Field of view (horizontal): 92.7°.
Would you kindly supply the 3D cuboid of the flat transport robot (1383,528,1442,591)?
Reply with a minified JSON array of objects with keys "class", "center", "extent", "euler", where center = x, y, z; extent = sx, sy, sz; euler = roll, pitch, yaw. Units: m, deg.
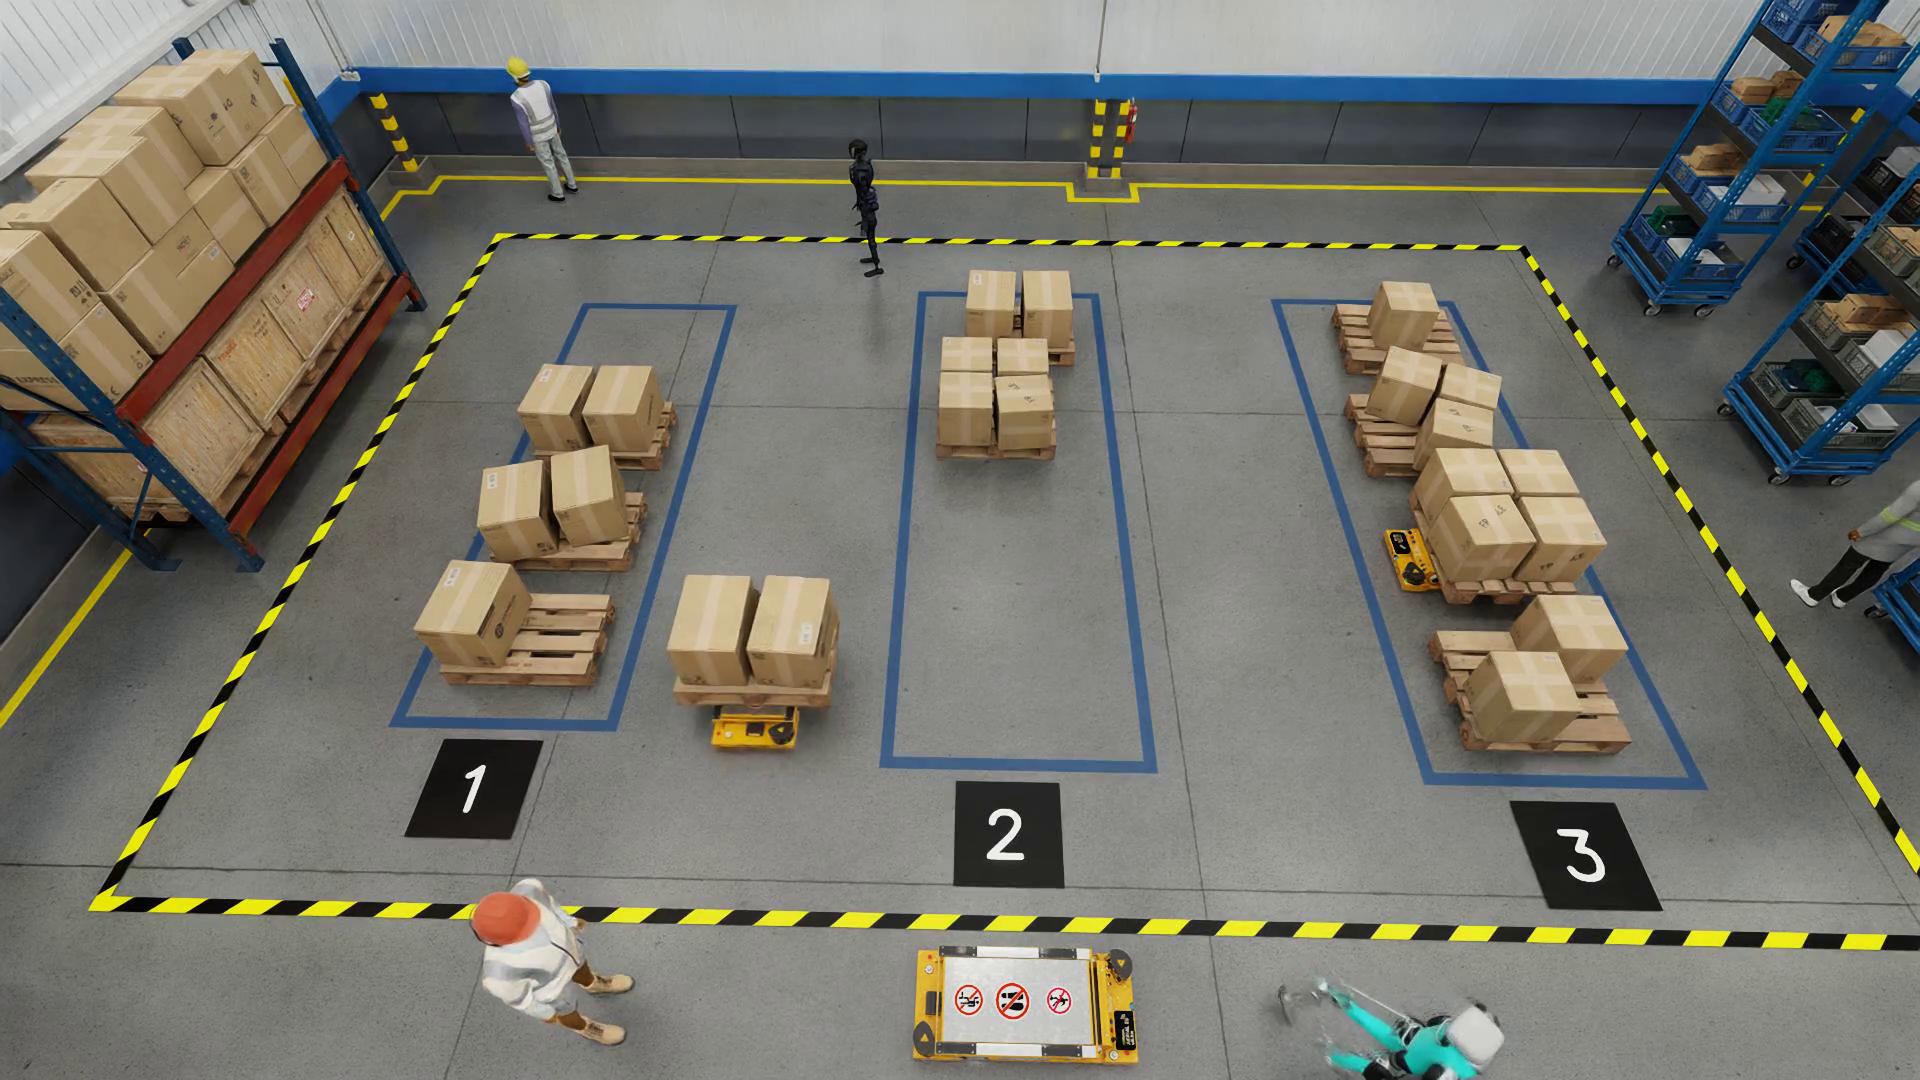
[{"class":"flat transport robot","center":[4.689,0.155,8.342],"extent":[1.431,0.197,0.652],"euler":[1,51,1]}]

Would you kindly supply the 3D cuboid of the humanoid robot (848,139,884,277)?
[{"class":"humanoid robot","center":[-1.111,-3.882,10.732],"extent":[0.315,1.657,0.599],"euler":[-8,51,-6]}]

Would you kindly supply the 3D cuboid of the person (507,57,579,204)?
[{"class":"person","center":[-5.365,-5.235,11.741],"extent":[0.404,1.837,0.588],"euler":[23,55,18]}]

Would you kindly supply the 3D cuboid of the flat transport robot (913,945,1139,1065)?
[{"class":"flat transport robot","center":[0.422,3.041,6.007],"extent":[1.431,0.231,0.659],"euler":[1,51,1]}]

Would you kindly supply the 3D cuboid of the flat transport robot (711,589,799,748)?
[{"class":"flat transport robot","center":[-1.618,1.033,7.626],"extent":[0.652,0.197,1.431],"euler":[1,51,1]}]

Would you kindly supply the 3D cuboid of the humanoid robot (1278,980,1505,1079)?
[{"class":"humanoid robot","center":[2.296,2.773,5.318],"extent":[0.544,1.773,1.024],"euler":[-35,59,-25]}]

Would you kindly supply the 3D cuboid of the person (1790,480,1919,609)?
[{"class":"person","center":[7.695,-0.086,7.534],"extent":[0.597,1.850,0.386],"euler":[5,51,4]}]

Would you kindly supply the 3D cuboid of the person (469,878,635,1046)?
[{"class":"person","center":[-2.340,2.462,5.335],"extent":[0.394,2.043,0.607],"euler":[0,51,0]}]
